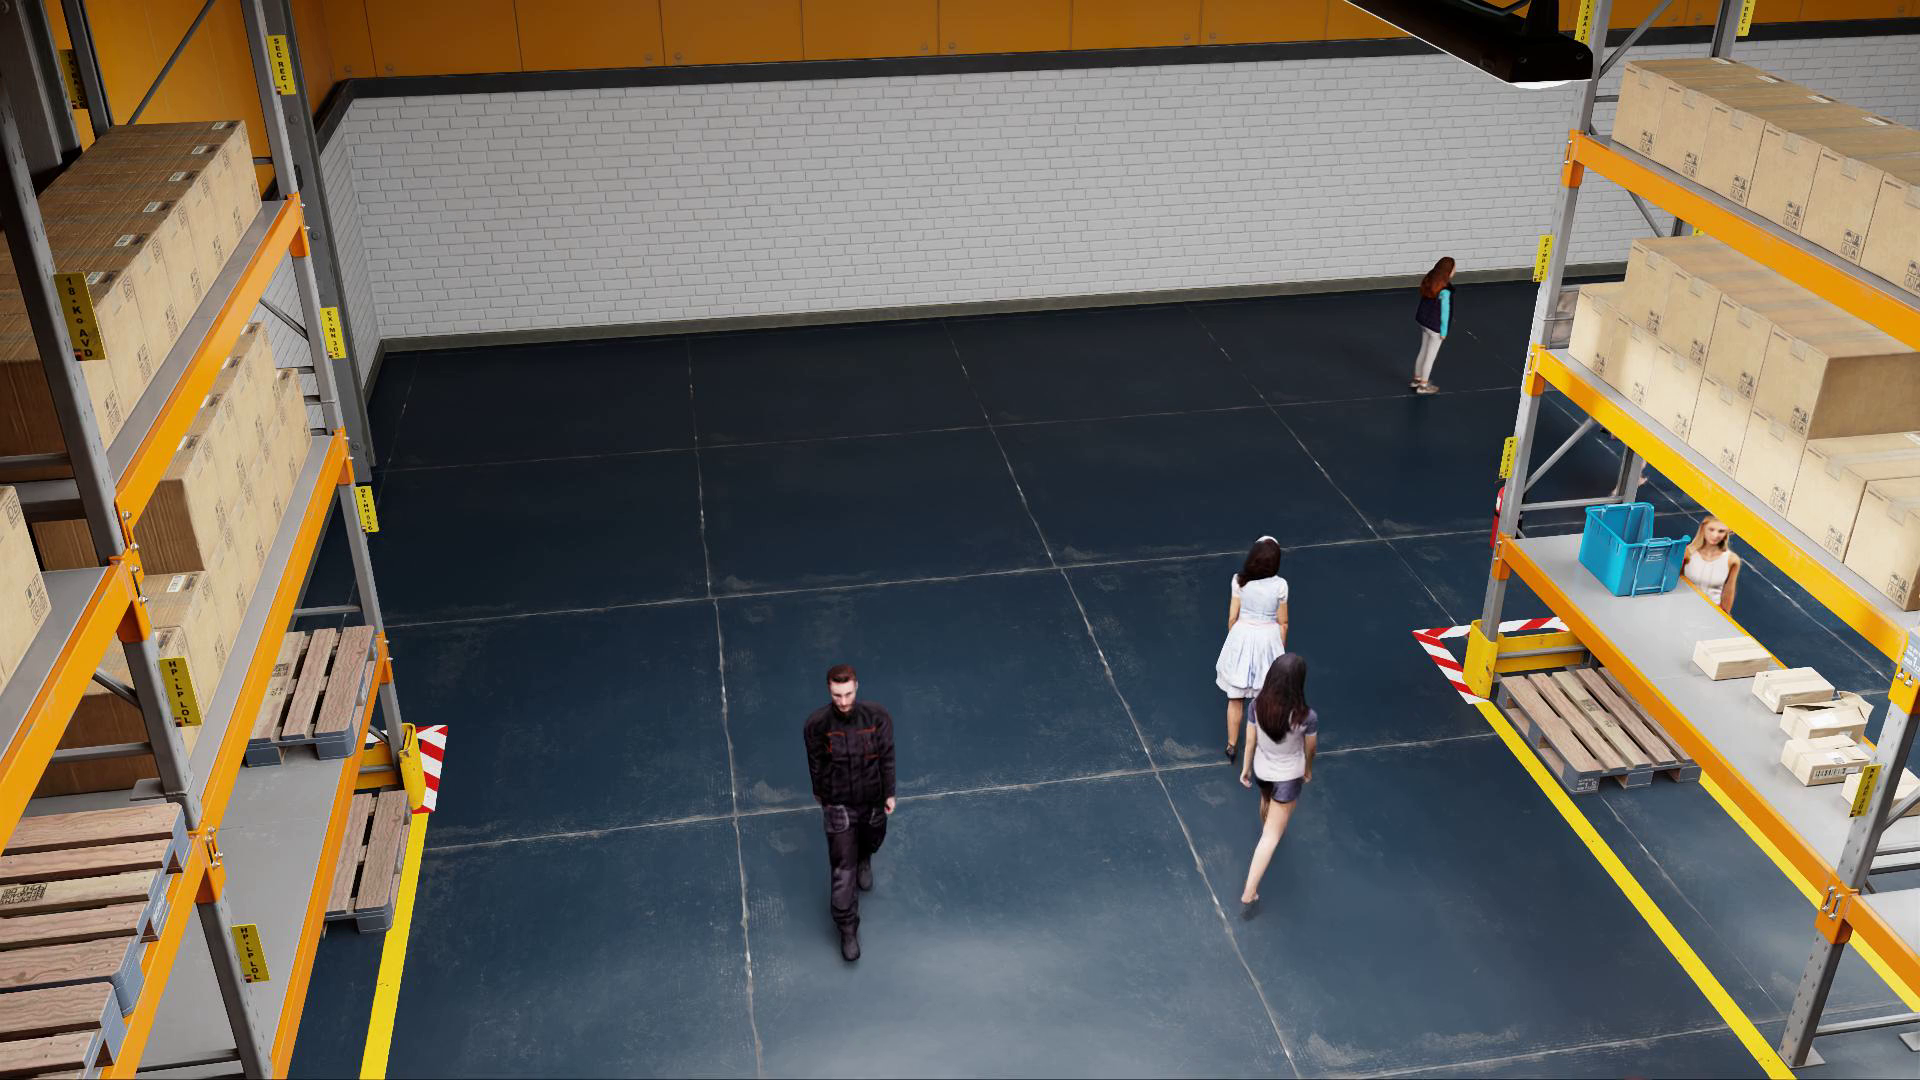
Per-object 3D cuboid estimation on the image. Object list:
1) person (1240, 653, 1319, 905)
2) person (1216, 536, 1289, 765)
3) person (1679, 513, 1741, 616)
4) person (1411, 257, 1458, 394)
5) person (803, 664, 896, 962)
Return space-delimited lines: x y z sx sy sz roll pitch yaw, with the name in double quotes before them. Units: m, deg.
"person" 1.968 1.522 10.445 1.093 1.659 1.167 17 33 28
"person" 2.062 0.785 11.625 0.831 1.822 0.873 8 30 15
"person" 5.309 0.575 12.033 0.719 1.800 0.747 9 30 16
"person" 5.002 -2.288 17.599 0.622 1.496 0.501 -5 29 -10
"person" -0.647 1.539 10.188 0.720 1.874 1.189 -7 29 -12
